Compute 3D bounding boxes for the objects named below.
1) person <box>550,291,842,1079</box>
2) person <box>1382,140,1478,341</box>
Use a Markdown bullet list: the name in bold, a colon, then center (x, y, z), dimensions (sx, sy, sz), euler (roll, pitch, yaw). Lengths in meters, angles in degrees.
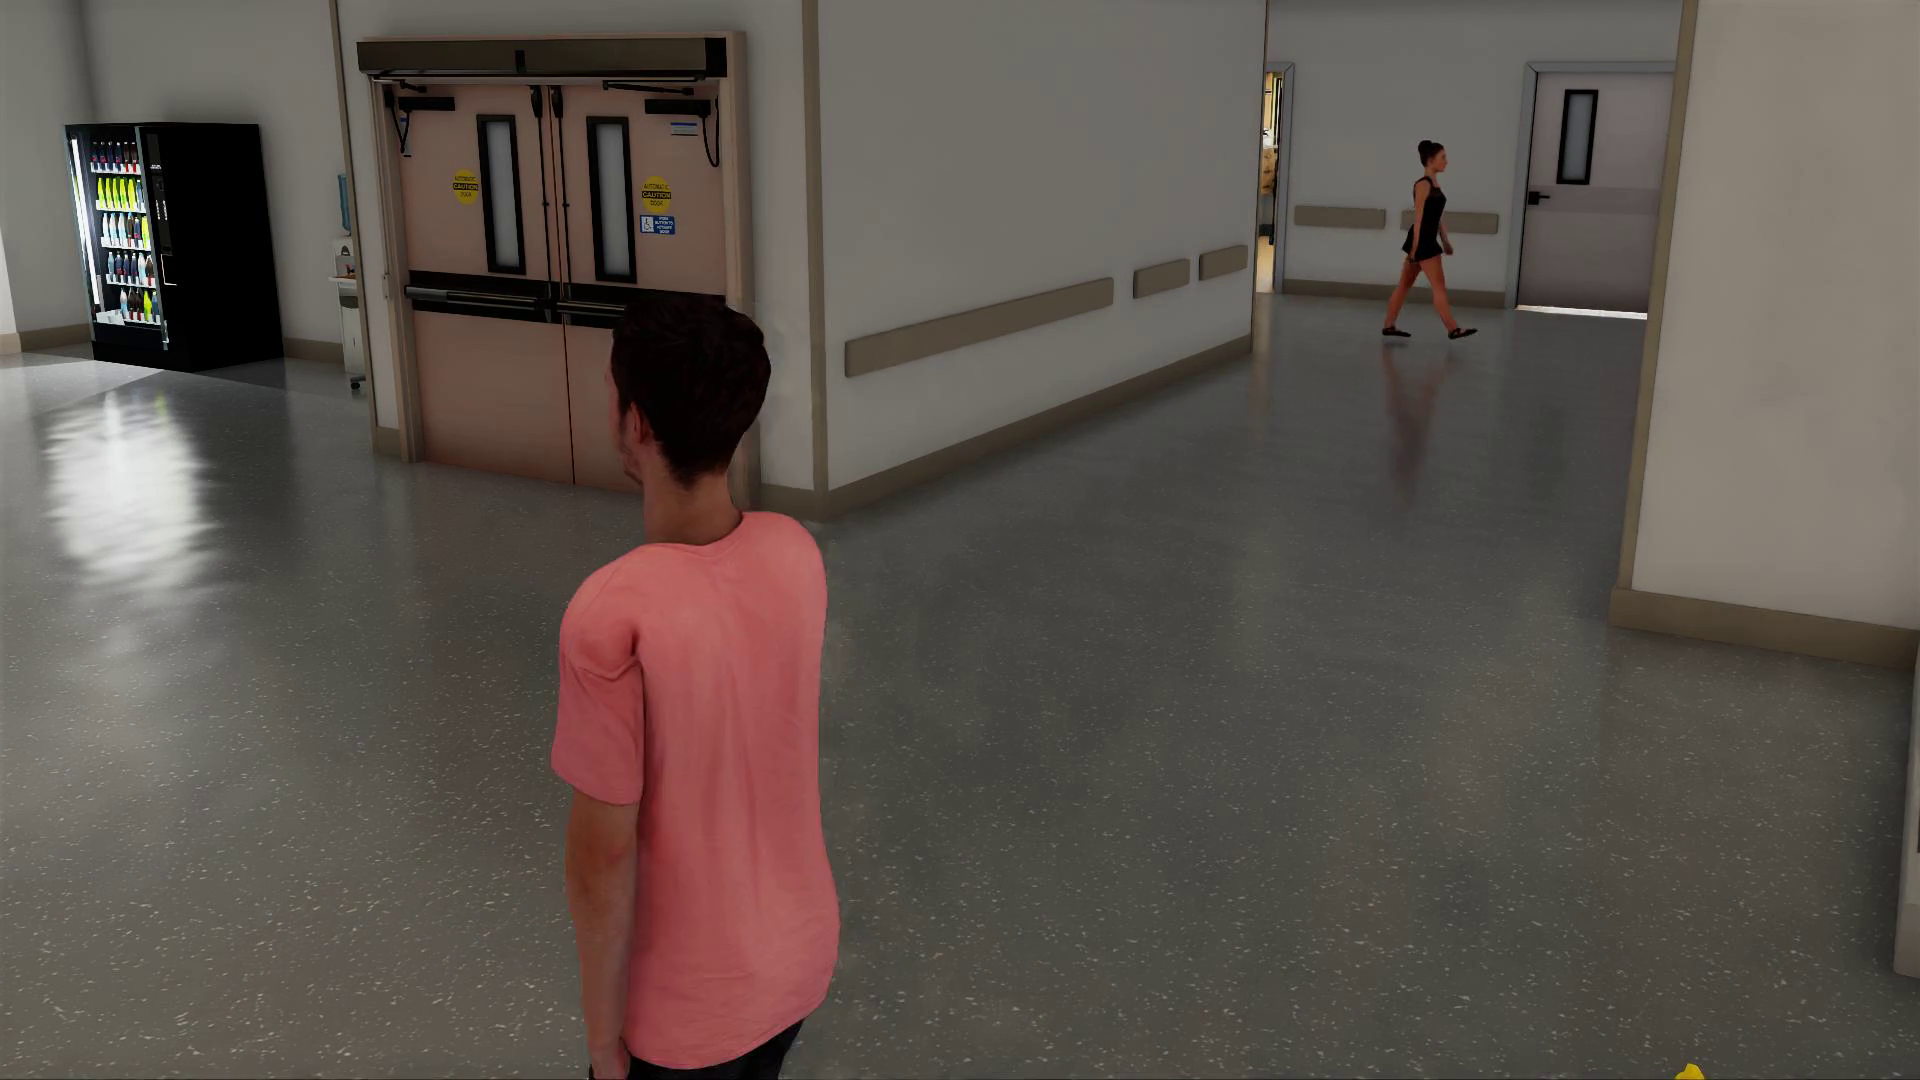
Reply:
- **person**: center (-0.291, 0.648, 2.328), dimensions (1.046, 1.939, 0.663), euler (11, 19, 33)
- **person**: center (3.818, -2.492, 14.012), dimensions (1.033, 1.641, 0.631), euler (7, 17, 23)
